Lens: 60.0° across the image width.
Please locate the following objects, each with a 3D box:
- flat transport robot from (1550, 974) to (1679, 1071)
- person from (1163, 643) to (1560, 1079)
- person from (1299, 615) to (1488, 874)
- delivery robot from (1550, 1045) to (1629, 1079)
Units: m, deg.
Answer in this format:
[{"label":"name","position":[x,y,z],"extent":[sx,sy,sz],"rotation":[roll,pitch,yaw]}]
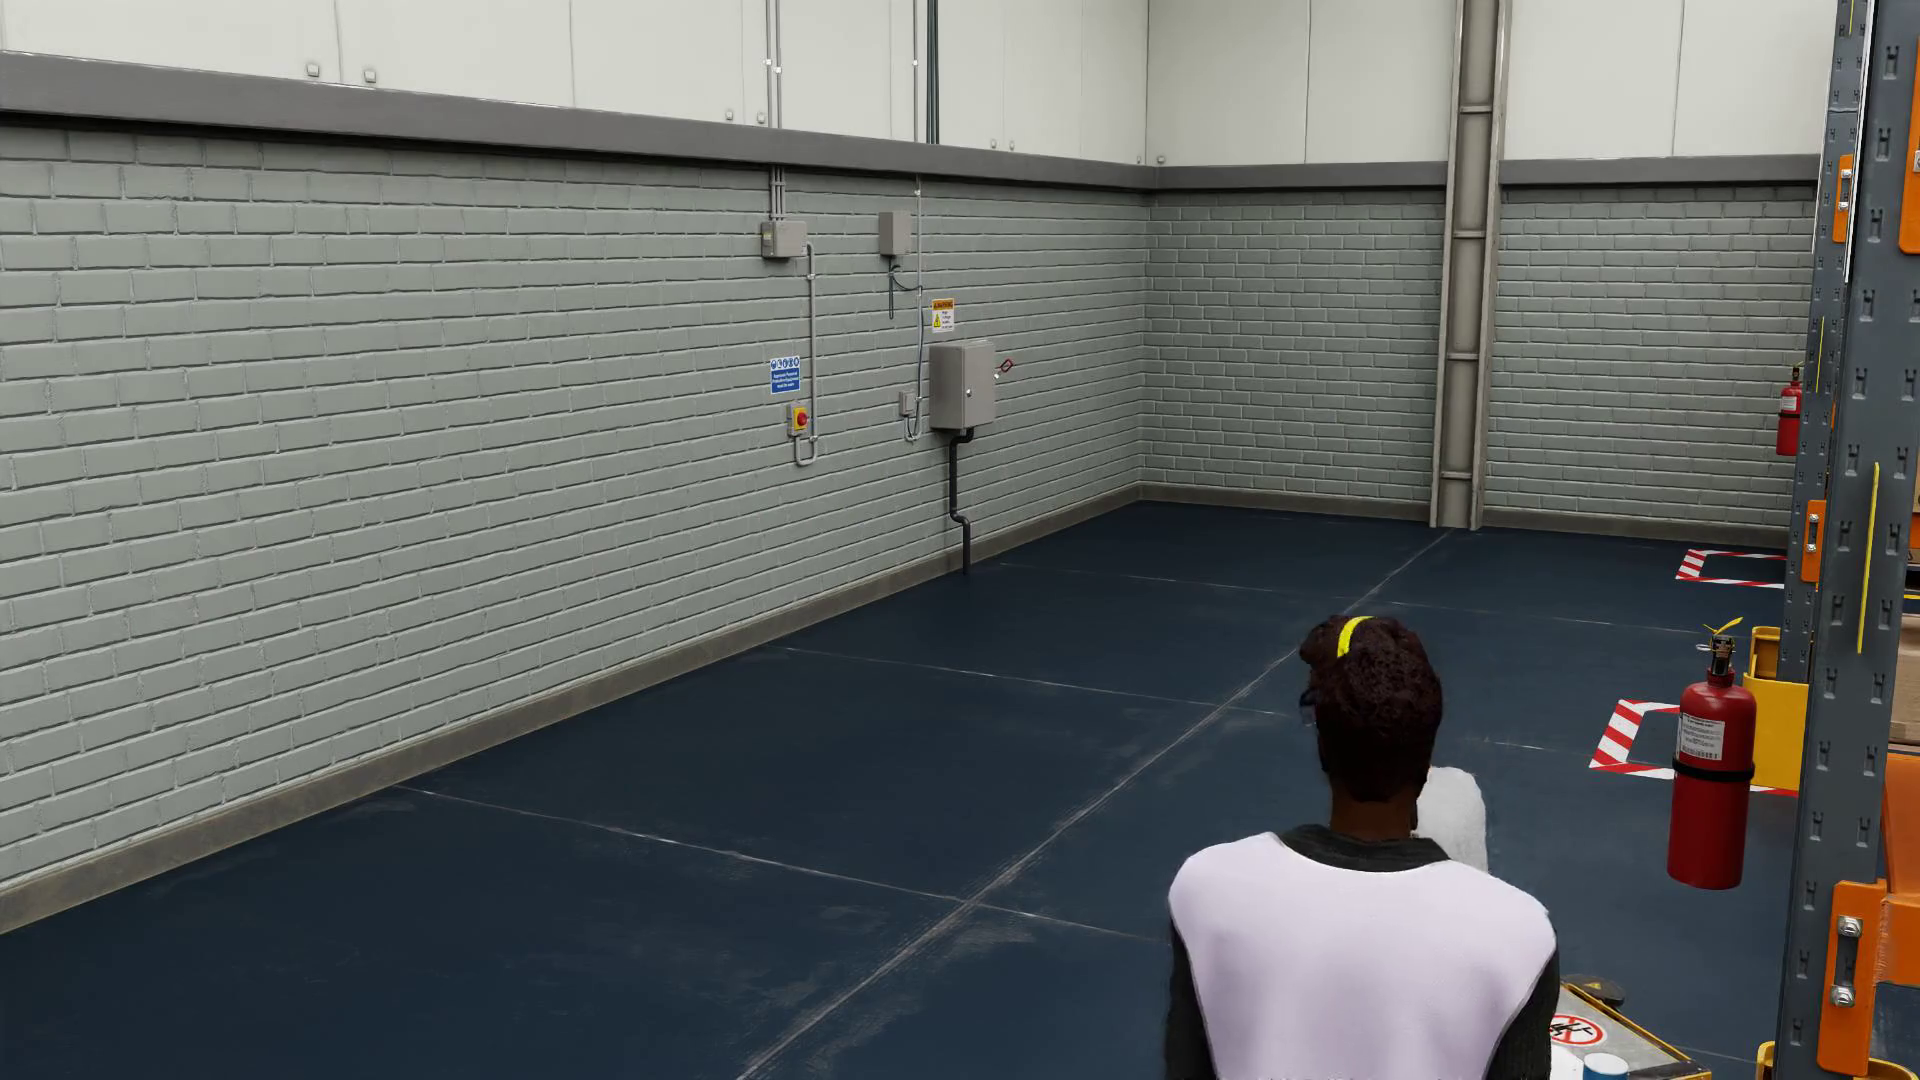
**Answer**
[{"label":"flat transport robot","position":[1.422,1.533,4.712],"extent":[1.431,0.197,0.652],"rotation":[-3,11,-19]},{"label":"person","position":[0.595,1.110,2.621],"extent":[0.605,1.895,0.439],"rotation":[3,11,18]},{"label":"person","position":[0.873,1.052,3.066],"extent":[0.594,1.844,0.652],"rotation":[-9,14,-41]},{"label":"delivery robot","position":[1.535,1.477,3.989],"extent":[0.477,0.478,0.707],"rotation":[-4,11,-18]}]
